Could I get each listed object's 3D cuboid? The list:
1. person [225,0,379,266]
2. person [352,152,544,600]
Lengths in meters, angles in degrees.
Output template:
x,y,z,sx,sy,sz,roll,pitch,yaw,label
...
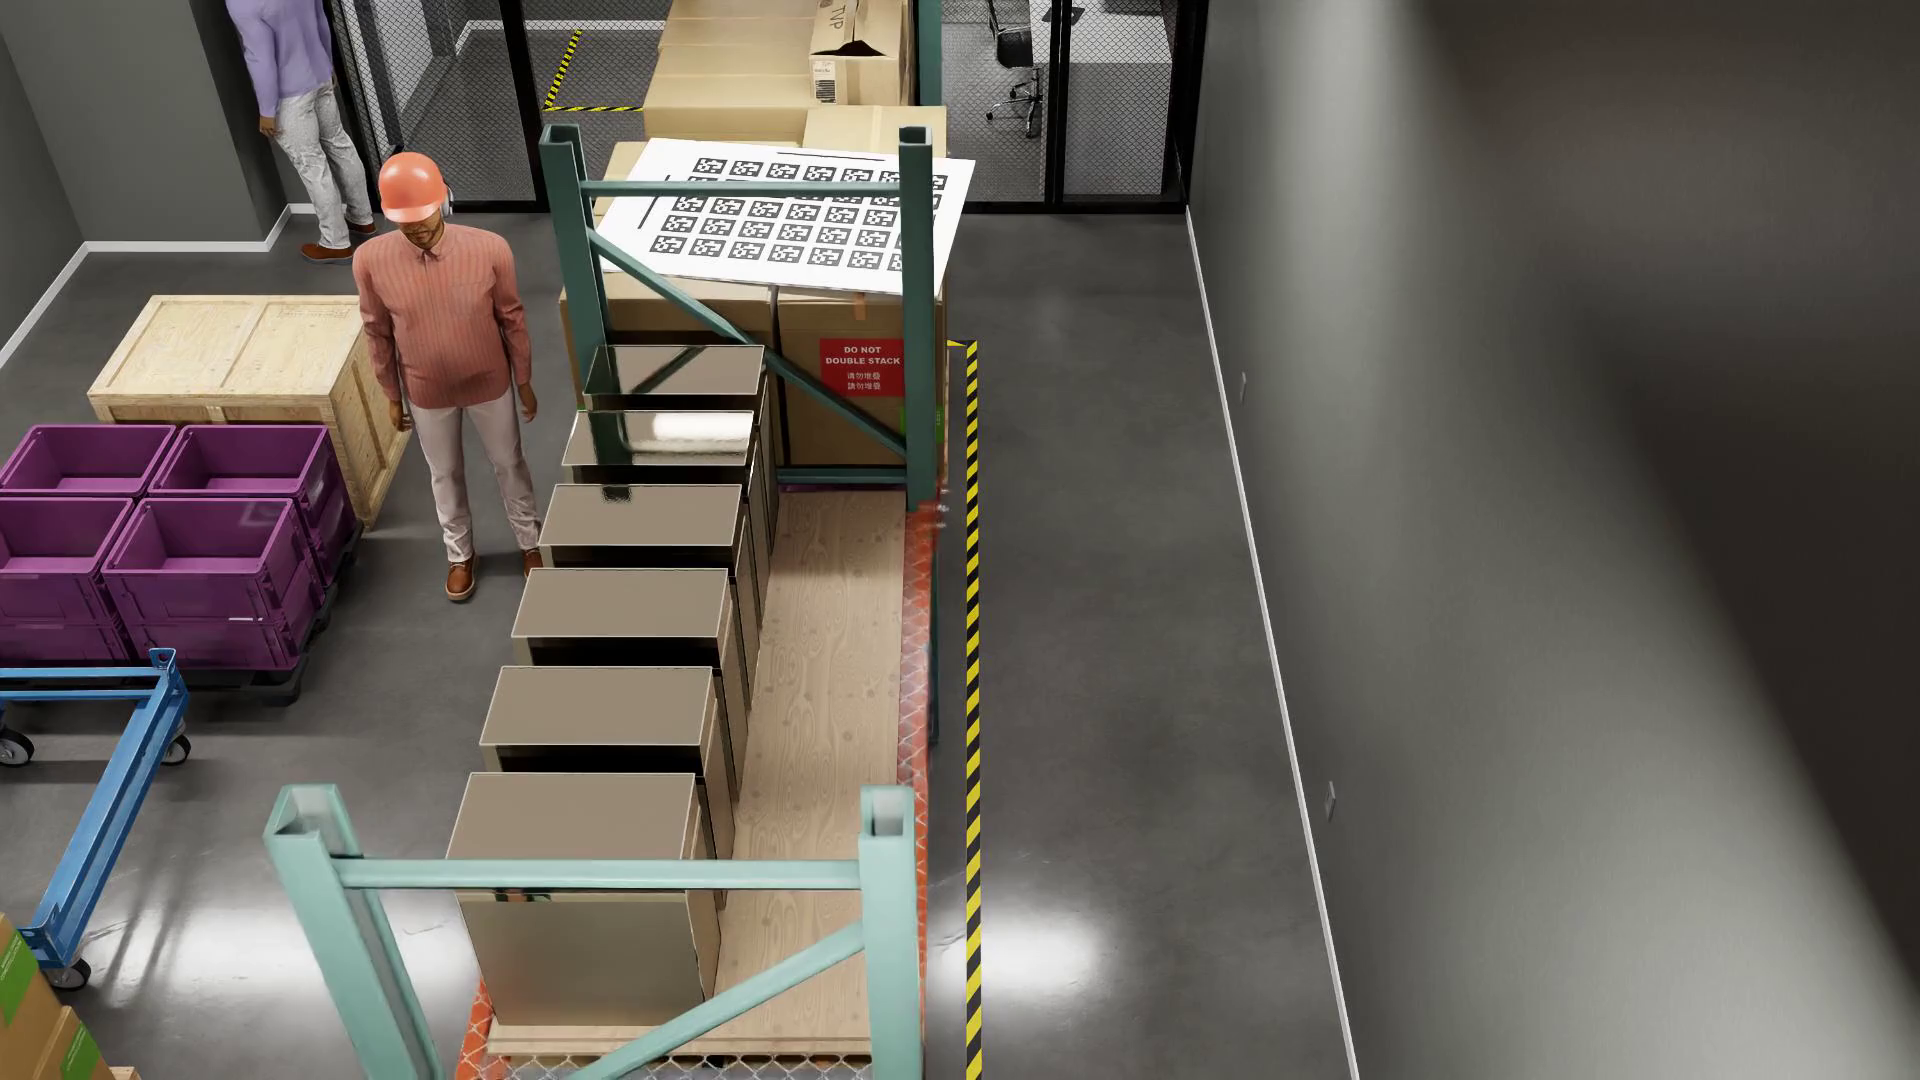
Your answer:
x,y,z,sx,sy,sz,roll,pitch,yaw,label
-3.412,-2.338,8.559,0.352,1.937,0.635,11,42,12,person
-1.976,-0.620,6.553,0.609,1.995,0.376,-9,42,-11,person
